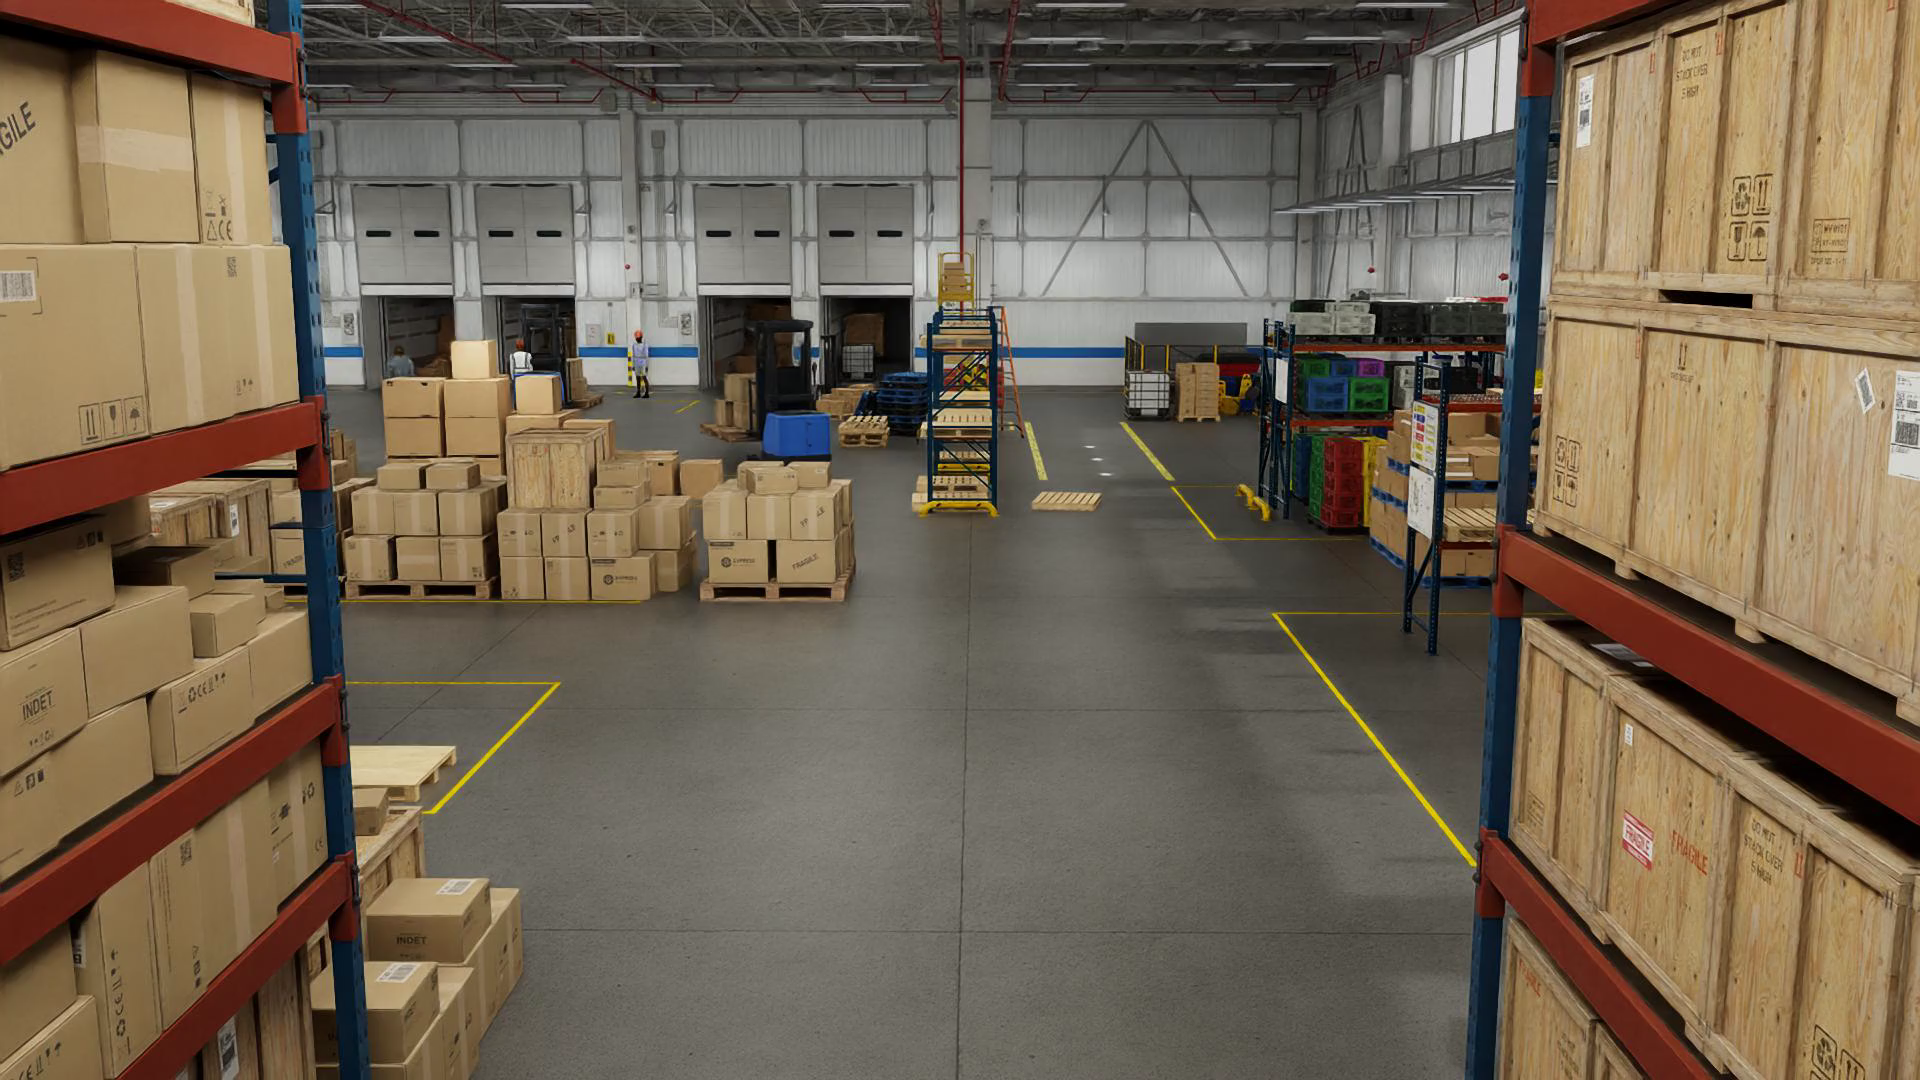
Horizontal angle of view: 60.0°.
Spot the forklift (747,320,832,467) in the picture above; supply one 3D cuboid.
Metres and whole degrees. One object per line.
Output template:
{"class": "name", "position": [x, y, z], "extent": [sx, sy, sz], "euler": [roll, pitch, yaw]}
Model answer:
{"class": "forklift", "position": [-3.285, -2.819, 31.965], "extent": [1.129, 2.768, 1.873], "euler": [-5, 11, -25]}

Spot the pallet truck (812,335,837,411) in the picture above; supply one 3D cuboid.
{"class": "pallet truck", "position": [-3.021, -4.312, 43.126], "extent": [1.885, 1.965, 0.823], "euler": [3, 10, 17]}

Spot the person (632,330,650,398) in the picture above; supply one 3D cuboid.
{"class": "person", "position": [-9.072, -4.974, 47.160], "extent": [0.546, 1.927, 0.390], "euler": [5, 11, 26]}

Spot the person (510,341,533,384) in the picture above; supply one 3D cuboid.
{"class": "person", "position": [-11.201, -4.155, 42.549], "extent": [0.574, 1.883, 0.355], "euler": [0, 10, -1]}

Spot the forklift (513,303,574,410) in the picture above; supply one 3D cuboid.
{"class": "forklift", "position": [-10.722, -4.664, 42.608], "extent": [1.129, 2.768, 1.873], "euler": [0, 10, 1]}

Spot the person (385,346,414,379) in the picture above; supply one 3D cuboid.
{"class": "person", "position": [-13.463, -3.723, 40.048], "extent": [0.639, 1.900, 1.006], "euler": [-7, 12, -36]}
